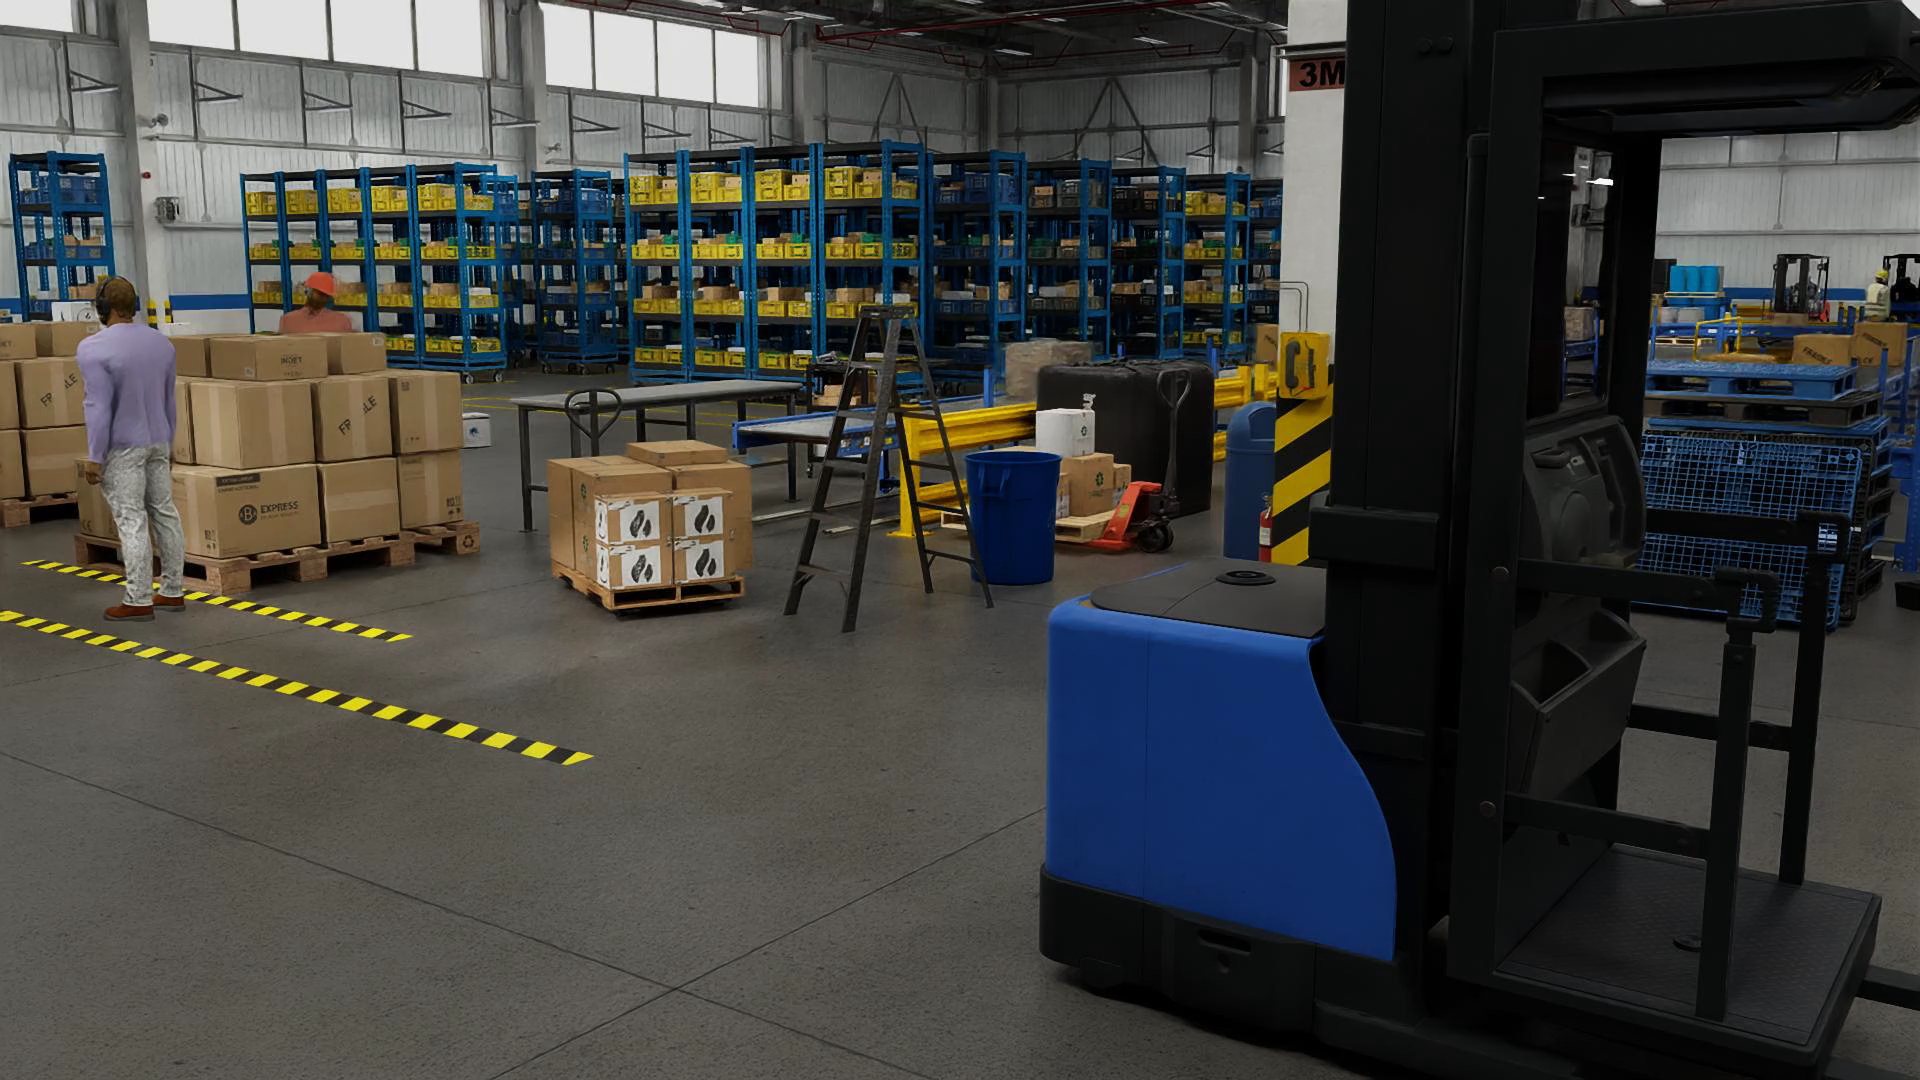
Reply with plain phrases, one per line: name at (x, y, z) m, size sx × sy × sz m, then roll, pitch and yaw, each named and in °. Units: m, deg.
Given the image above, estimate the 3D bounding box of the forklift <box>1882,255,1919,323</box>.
forklift at (22.089, -5.634, 38.796) m, size 1.157 × 1.987 × 2.680 m, roll 6°, pitch 11°, yaw 33°

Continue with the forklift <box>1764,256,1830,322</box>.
forklift at (20.253, -5.854, 40.139) m, size 1.157 × 1.987 × 2.680 m, roll 7°, pitch 12°, yaw 35°

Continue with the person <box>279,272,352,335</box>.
person at (-5.577, -1.351, 14.423) m, size 0.679 × 1.937 × 0.738 m, roll -2°, pitch 10°, yaw -9°

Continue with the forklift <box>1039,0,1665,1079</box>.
forklift at (1.249, -0.137, 4.360) m, size 1.873 × 2.768 × 1.129 m, roll 7°, pitch 12°, yaw 35°

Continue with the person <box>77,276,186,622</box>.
person at (-4.659, -0.506, 9.355) m, size 0.377 × 1.940 × 0.629 m, roll 3°, pitch 10°, yaw 18°

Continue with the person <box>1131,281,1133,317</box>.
person at (4.169, -5.683, 40.675) m, size 0.569 × 1.784 × 0.865 m, roll 9°, pitch 13°, yaw 42°

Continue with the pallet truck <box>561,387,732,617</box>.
pallet truck at (-1.981, -0.274, 10.088) m, size 0.680 × 1.201 × 1.601 m, roll -5°, pitch 11°, yaw -28°

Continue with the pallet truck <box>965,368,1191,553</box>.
pallet truck at (0.845, -0.609, 11.869) m, size 1.630 × 1.274 × 0.653 m, roll 7°, pitch 12°, yaw 35°

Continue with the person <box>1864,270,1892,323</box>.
person at (19.415, -4.791, 35.204) m, size 0.404 × 1.824 × 0.624 m, roll -4°, pitch 10°, yaw -20°
